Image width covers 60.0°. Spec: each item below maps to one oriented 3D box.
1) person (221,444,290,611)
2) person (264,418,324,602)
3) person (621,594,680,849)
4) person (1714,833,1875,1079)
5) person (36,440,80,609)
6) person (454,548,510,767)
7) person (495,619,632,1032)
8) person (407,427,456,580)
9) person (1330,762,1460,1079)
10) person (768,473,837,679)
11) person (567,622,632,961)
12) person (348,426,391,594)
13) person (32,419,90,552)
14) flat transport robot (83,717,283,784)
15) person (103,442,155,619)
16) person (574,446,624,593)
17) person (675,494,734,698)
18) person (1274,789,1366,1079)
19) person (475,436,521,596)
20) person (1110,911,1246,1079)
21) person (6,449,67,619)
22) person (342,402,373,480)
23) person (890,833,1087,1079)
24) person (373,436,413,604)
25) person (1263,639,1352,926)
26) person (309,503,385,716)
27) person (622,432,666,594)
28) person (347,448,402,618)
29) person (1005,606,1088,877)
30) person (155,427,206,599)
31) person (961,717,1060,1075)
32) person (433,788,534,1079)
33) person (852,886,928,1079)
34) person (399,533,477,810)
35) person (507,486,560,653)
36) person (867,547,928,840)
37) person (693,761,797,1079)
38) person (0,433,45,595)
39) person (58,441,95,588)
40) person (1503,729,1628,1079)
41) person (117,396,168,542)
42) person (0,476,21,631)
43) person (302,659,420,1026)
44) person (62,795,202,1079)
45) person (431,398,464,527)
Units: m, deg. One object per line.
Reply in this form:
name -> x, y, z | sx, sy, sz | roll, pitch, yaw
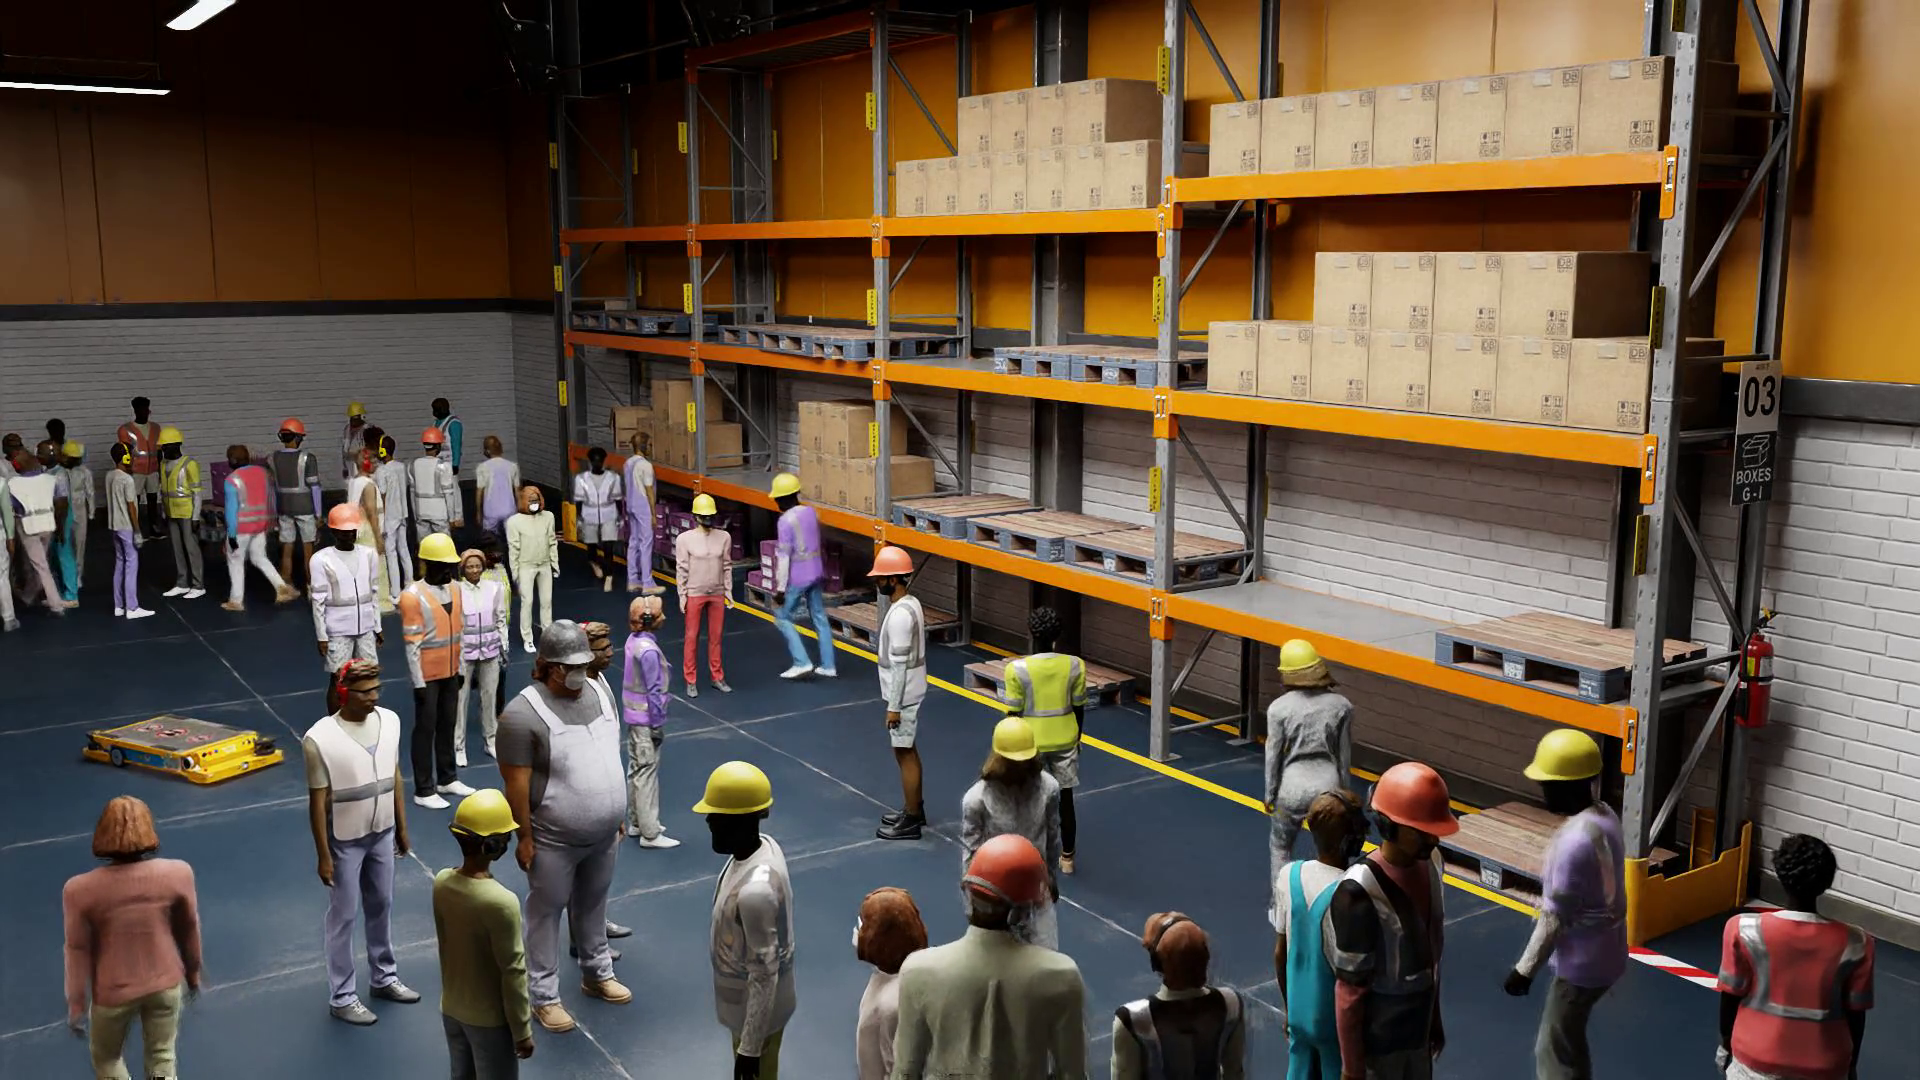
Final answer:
person -> -7.612, -0.129, 17.821 | 0.716, 1.816, 0.627 | 4, 11, 23
person -> -7.315, -0.329, 18.352 | 0.607, 2.041, 0.377 | 1, 10, 6
person -> -2.024, 1.165, 10.751 | 0.315, 1.641, 0.515 | -4, 11, -23
person -> 3.080, 1.921, 6.180 | 0.533, 1.690, 0.322 | 3, 10, 15
person -> -9.779, -0.169, 17.981 | 0.345, 1.847, 0.508 | -9, 13, -44
person -> -3.637, 0.868, 12.494 | 0.515, 1.640, 0.315 | -7, 12, -35
person -> -1.909, 1.388, 8.271 | 0.539, 2.000, 0.689 | 7, 12, 36
person -> -5.825, -0.287, 18.442 | 0.545, 1.929, 0.390 | 3, 10, 16
person -> 1.585, 1.778, 6.027 | 0.403, 2.031, 0.612 | 9, 13, 44
person -> -1.417, 0.338, 14.877 | 0.550, 1.890, 0.675 | 5, 11, 26
person -> -2.030, 1.348, 9.072 | 0.389, 1.848, 0.563 | 0, 10, 2
person -> -6.528, -0.285, 18.408 | 0.631, 1.941, 0.729 | 5, 11, 25
person -> -10.730, -0.516, 19.951 | 0.588, 1.862, 0.990 | -9, 13, -43
flat transport robot -> -5.847, 1.552, 12.496 | 1.431, 0.197, 0.652 | 5, 11, 29
person -> -8.801, -0.100, 17.547 | 0.516, 1.861, 0.323 | 7, 12, 35
person -> -4.122, -0.267, 19.031 | 0.547, 1.677, 0.627 | -2, 10, -10
person -> -2.206, 0.476, 14.429 | 0.524, 1.769, 0.308 | -6, 11, -32
person -> 1.398, 1.830, 6.247 | 0.345, 1.847, 0.508 | -7, 12, -35
person -> -5.231, -0.274, 18.830 | 0.515, 1.768, 0.942 | -7, 12, -34
person -> 0.759, 2.059, 5.637 | 0.534, 1.603, 0.846 | -3, 10, -17
person -> -9.825, -0.072, 17.554 | 0.983, 1.789, 0.568 | 4, 11, 25
person -> -8.268, -0.998, 22.929 | 0.599, 1.824, 0.403 | 5, 11, 26
person -> 0.094, 1.924, 5.312 | 0.633, 1.969, 0.614 | -1, 10, -4
person -> -6.230, -0.219, 18.245 | 0.334, 1.860, 0.510 | 3, 10, 16
person -> 1.917, 1.398, 9.213 | 0.491, 1.699, 0.569 | 0, 10, -2
person -> -4.674, 0.674, 12.761 | 0.356, 1.937, 0.552 | 8, 13, 41
person -> -3.594, -0.301, 18.783 | 0.547, 1.837, 0.355 | 9, 13, 42
person -> -6.167, -0.044, 17.311 | 0.740, 1.823, 0.592 | -6, 11, -32
person -> 0.517, 1.244, 10.146 | 0.545, 1.698, 0.317 | -3, 10, -16
person -> -8.694, -0.301, 18.517 | 0.593, 1.925, 0.384 | 5, 11, 28
person -> 0.256, 1.641, 7.690 | 0.523, 1.719, 0.577 | -3, 10, -19
person -> -1.840, 1.834, 6.492 | 0.524, 1.761, 0.339 | 8, 13, 41
person -> -0.252, 2.001, 5.856 | 0.281, 1.636, 0.500 | -1, 10, -3
person -> -3.606, 0.897, 11.522 | 0.398, 1.919, 0.594 | 4, 10, 22
person -> -4.098, 0.277, 16.021 | 0.504, 1.622, 0.298 | -9, 13, -42
person -> -0.410, 0.999, 10.900 | 0.390, 1.930, 0.546 | 0, 10, 3
person -> -0.808, 1.776, 6.327 | 0.370, 1.927, 0.588 | -2, 10, -11
person -> -10.603, -0.288, 18.701 | 0.345, 1.839, 0.502 | 6, 11, 30
person -> -10.112, -0.265, 18.925 | 0.508, 1.705, 0.734 | -5, 11, -29
person -> 2.500, 1.699, 6.833 | 0.455, 1.908, 0.584 | 4, 11, 24
person -> -10.922, -0.948, 22.245 | 0.376, 1.958, 0.598 | 6, 11, 32
person -> -9.889, -0.022, 16.816 | 0.605, 1.948, 0.404 | -4, 10, -20
person -> -3.010, 1.483, 8.308 | 0.393, 1.838, 0.560 | 5, 11, 28
person -> -3.376, 1.842, 6.820 | 0.532, 1.617, 0.363 | -8, 12, -38
person -> -7.253, -1.092, 23.467 | 0.635, 1.830, 0.429 | 9, 13, 42
